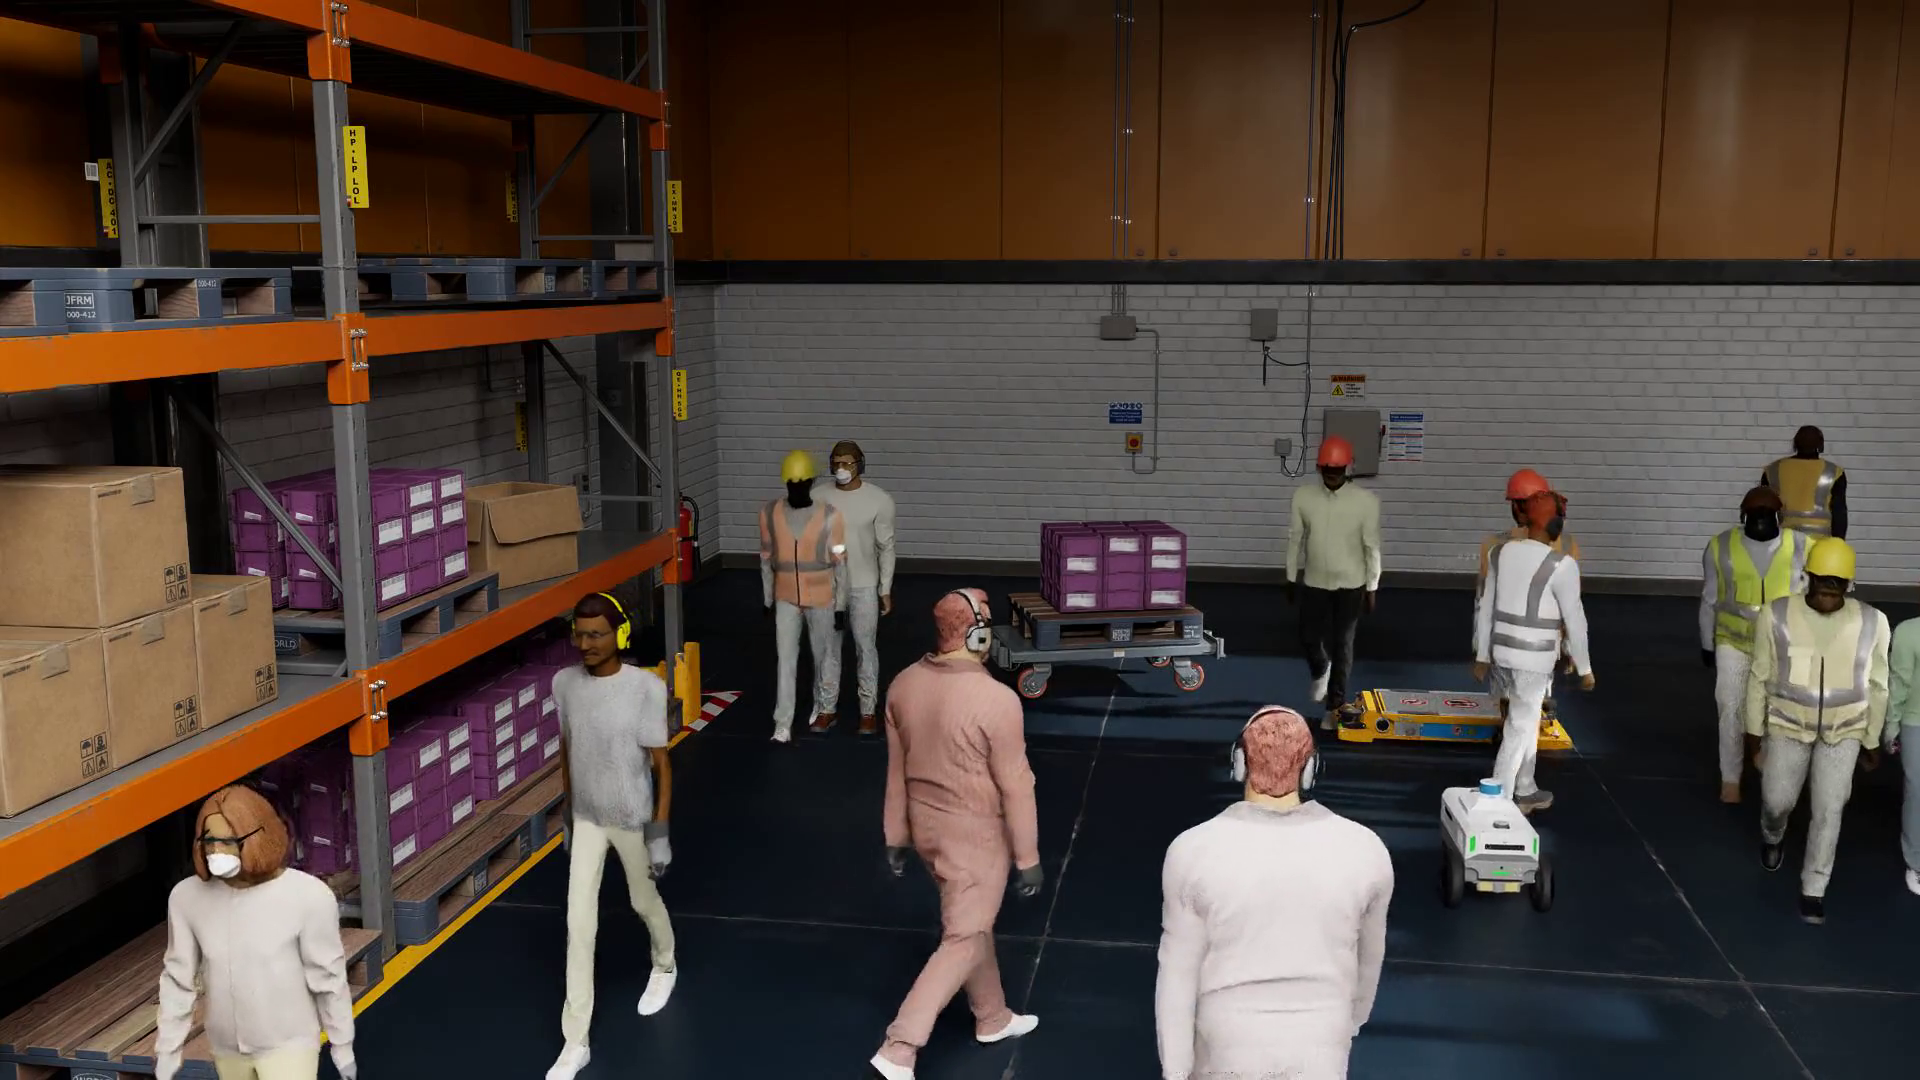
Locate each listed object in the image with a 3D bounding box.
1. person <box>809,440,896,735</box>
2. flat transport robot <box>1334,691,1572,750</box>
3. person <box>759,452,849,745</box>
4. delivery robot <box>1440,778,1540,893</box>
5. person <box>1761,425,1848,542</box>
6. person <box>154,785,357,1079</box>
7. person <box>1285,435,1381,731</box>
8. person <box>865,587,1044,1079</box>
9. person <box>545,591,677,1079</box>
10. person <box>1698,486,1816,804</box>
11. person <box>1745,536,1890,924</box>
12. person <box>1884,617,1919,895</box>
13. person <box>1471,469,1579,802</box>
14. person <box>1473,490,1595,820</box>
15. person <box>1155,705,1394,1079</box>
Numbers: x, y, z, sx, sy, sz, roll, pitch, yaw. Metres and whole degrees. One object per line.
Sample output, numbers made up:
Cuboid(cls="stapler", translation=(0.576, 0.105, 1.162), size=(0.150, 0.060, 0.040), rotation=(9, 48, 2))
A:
Cuboid(cls="person", translation=(-0.731, 0.310, 10.895), size=(0.627, 1.940, 0.371), rotation=(2, 9, 10))
Cuboid(cls="flat transport robot", translation=(3.174, 1.155, 10.818), size=(1.431, 0.197, 0.652), rotation=(1, 9, 9))
Cuboid(cls="person", translation=(-1.017, 0.359, 10.790), size=(0.608, 1.871, 0.983), rotation=(1, 9, 8))
Cuboid(cls="delivery robot", translation=(2.572, 1.407, 8.102), size=(0.477, 0.478, 0.707), rotation=(1, 9, 5))
Cuboid(cls="person", translation=(6.651, 0.001, 13.144), size=(0.648, 1.829, 0.645), rotation=(9, 13, 44))
Cuboid(cls="person", translation=(-2.023, 1.490, 4.677), size=(0.523, 1.596, 0.825), rotation=(2, 9, 10))
Cuboid(cls="person", translation=(2.485, 0.263, 11.078), size=(0.640, 1.970, 0.649), rotation=(4, 10, 23))
Cuboid(cls="person", translation=(-0.025, 1.109, 6.196), size=(0.935, 1.875, 0.648), rotation=(-8, 12, -41))
Cuboid(cls="person", translation=(-1.341, 1.085, 6.497), size=(0.538, 1.827, 0.967), rotation=(2, 9, 13))
Cuboid(cls="person", translation=(4.602, 0.575, 9.631), size=(0.630, 1.822, 0.677), rotation=(4, 10, 21))
Cuboid(cls="person", translation=(4.054, 0.859, 7.905), size=(0.600, 1.811, 0.628), rotation=(4, 10, 22))
Cuboid(cls="person", translation=(4.766, 0.922, 8.100), size=(0.511, 1.625, 0.389), rotation=(3, 10, 16))
Cuboid(cls="person", translation=(3.182, 0.559, 9.437), size=(0.560, 1.919, 0.514), rotation=(0, 9, 0))
Cuboid(cls="person", translation=(3.161, 0.651, 9.045), size=(0.793, 1.854, 0.582), rotation=(-4, 10, -24))
Cuboid(cls="person", translation=(0.855, 1.373, 4.640), size=(0.653, 1.850, 1.008), rotation=(0, 9, 0))
